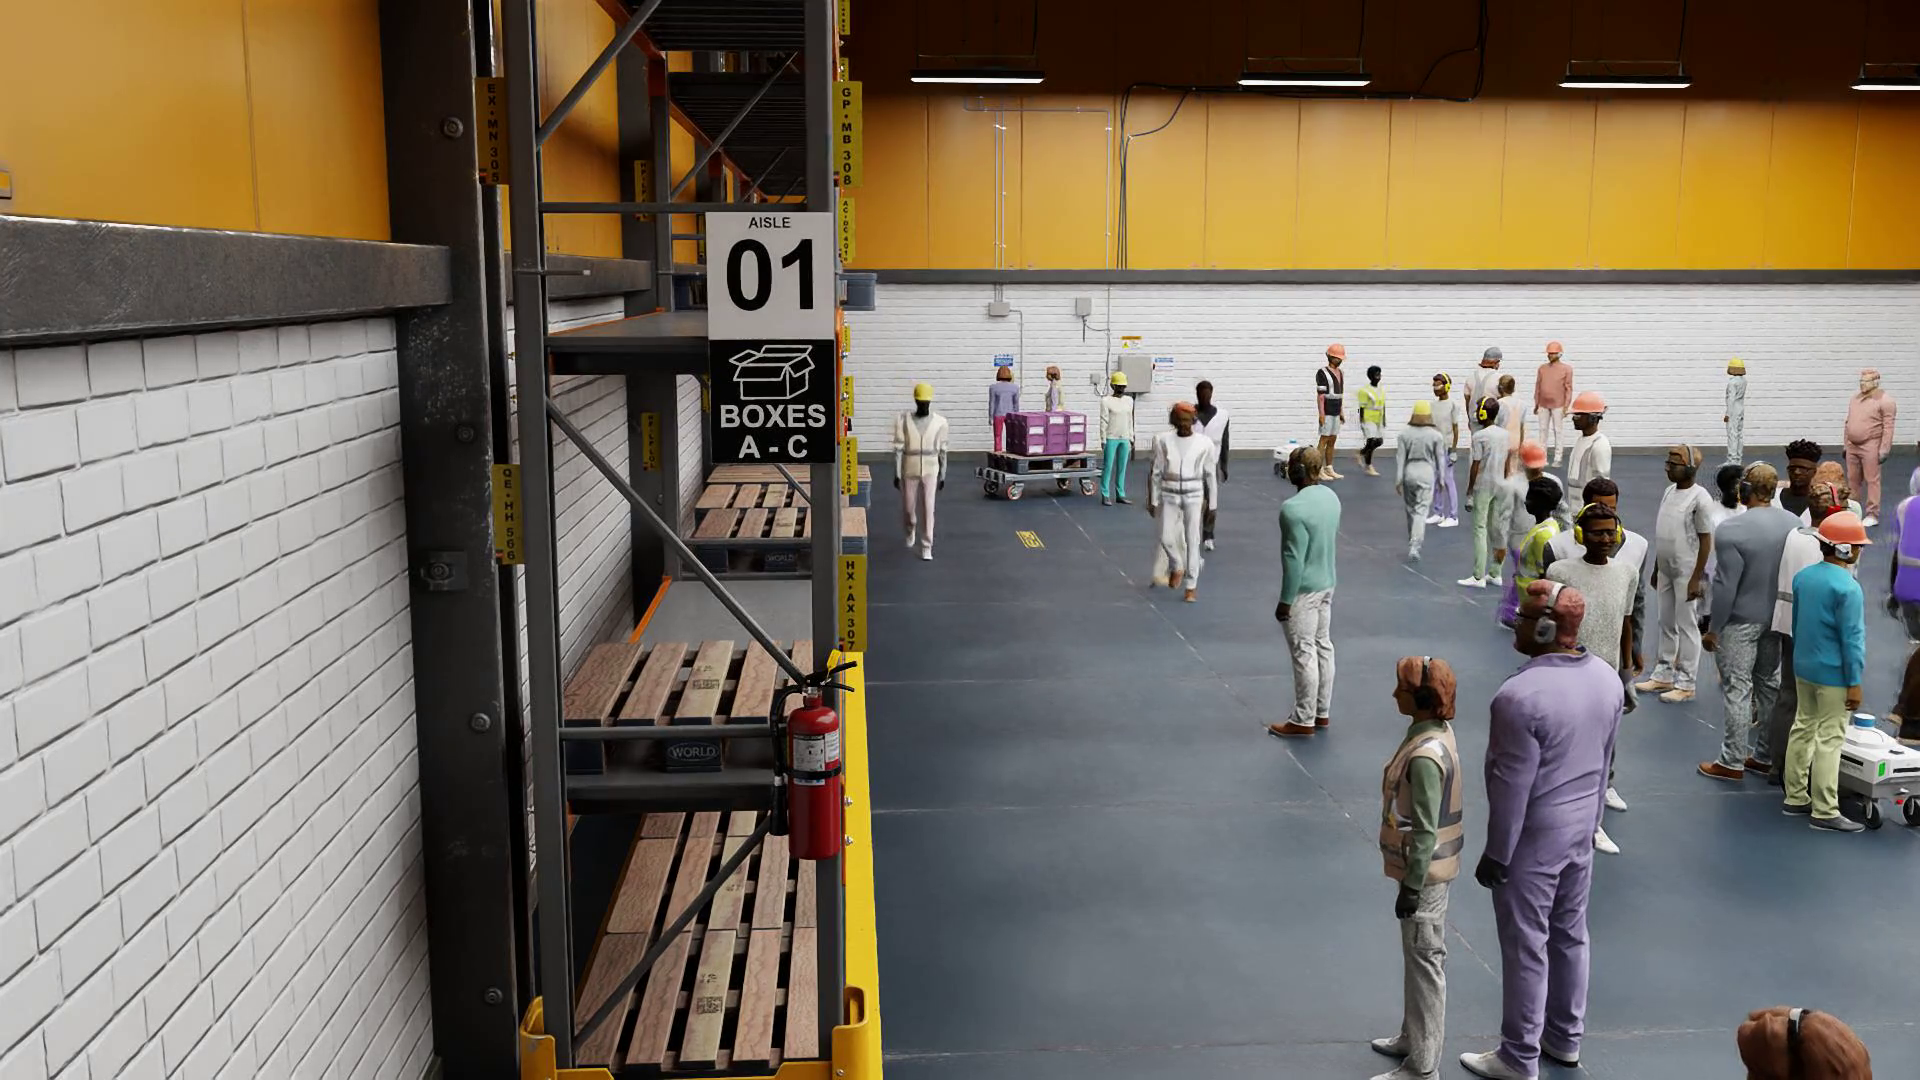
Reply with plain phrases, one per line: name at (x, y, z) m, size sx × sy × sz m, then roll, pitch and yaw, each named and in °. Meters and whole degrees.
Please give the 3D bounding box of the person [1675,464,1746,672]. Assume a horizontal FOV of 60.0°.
person at (5.544, 0.263, 12.169) m, size 0.542 × 1.679 × 0.558 m, roll -2°, pitch 9°, yaw -15°

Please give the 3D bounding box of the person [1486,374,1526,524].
person at (6.626, -1.092, 20.229) m, size 0.502 × 1.838 × 0.341 m, roll -3°, pitch 10°, yaw -18°

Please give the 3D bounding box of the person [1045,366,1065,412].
person at (1.467, -1.882, 25.829) m, size 0.315 × 1.632 × 0.517 m, roll 1°, pitch 9°, yaw 5°

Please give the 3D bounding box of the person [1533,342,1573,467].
person at (9.393, -2.126, 26.360) m, size 0.564 × 2.005 × 0.639 m, roll -8°, pitch 12°, yaw -41°

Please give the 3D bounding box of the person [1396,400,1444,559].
person at (4.943, -0.660, 17.925) m, size 0.490 × 1.705 × 0.894 m, roll 4°, pitch 10°, yaw 24°

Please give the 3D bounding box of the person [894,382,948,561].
person at (-0.424, -0.763, 17.927) m, size 0.600 × 1.906 × 0.749 m, roll -1°, pitch 9°, yaw -3°

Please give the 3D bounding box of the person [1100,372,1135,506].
person at (2.086, -1.335, 21.957) m, size 0.534 × 1.767 × 0.319 m, roll -5°, pitch 10°, yaw -30°

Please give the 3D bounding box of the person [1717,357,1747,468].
person at (12.187, -2.001, 26.213) m, size 0.484 × 1.744 × 0.295 m, roll -8°, pitch 12°, yaw -43°

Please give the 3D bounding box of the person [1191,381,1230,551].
person at (2.693, -0.838, 18.554) m, size 0.612 × 1.868 × 1.006 m, roll 1°, pitch 9°, yaw 4°

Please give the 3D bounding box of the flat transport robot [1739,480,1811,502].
flat transport robot at (10.925, -0.634, 22.230) m, size 1.431 × 0.197 × 0.652 m, roll -7°, pitch 11°, yaw -37°

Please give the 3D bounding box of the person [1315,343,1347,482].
person at (5.496, -1.880, 24.547) m, size 0.386 × 2.034 × 0.604 m, roll 9°, pitch 13°, yaw 44°

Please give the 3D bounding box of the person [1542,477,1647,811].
person at (3.578, 0.586, 9.454) m, size 0.590 × 1.910 × 0.387 m, roll 0°, pitch 9°, yaw -2°

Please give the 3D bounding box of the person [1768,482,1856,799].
person at (4.961, 0.579, 9.690) m, size 0.381 × 1.845 × 0.570 m, roll -2°, pitch 9°, yaw -11°

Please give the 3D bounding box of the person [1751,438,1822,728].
person at (5.502, 0.308, 11.014) m, size 0.602 × 1.967 × 0.366 m, roll 8°, pitch 12°, yaw 41°

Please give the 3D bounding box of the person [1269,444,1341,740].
person at (2.265, 0.339, 10.906) m, size 0.376 × 1.940 × 0.629 m, roll 7°, pitch 11°, yaw 38°

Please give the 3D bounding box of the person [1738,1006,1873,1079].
person at (1.643, 1.702, 3.286) m, size 0.310 × 1.639 × 0.514 m, roll 4°, pitch 10°, yaw 24°

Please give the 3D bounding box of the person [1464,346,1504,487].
person at (7.494, -1.719, 23.512) m, size 0.535 × 2.000 × 0.686 m, roll -6°, pitch 11°, yaw -34°

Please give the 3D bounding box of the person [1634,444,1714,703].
person at (5.111, 0.236, 11.846) m, size 0.344 × 1.847 × 0.504 m, roll -2°, pitch 9°, yaw -11°

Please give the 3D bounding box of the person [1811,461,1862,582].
person at (6.562, 0.213, 12.653) m, size 0.500 × 1.633 × 0.284 m, roll 7°, pitch 11°, yaw 35°

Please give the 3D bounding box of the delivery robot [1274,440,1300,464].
delivery robot at (5.007, -1.268, 25.035) m, size 0.477 × 0.478 × 0.707 m, roll -2°, pitch 9°, yaw -11°

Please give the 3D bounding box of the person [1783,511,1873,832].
person at (4.785, 0.712, 9.142) m, size 0.324 × 1.752 × 0.560 m, roll -1°, pitch 9°, yaw -4°

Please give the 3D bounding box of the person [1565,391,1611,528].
person at (5.362, -0.256, 14.317) m, size 0.378 × 2.044 × 0.608 m, roll 0°, pitch 9°, yaw 2°

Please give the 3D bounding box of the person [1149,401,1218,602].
person at (2.094, -0.364, 15.522) m, size 0.661 × 1.874 × 0.461 m, roll 2°, pitch 9°, yaw 14°

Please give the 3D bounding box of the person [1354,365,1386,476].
person at (6.202, -1.818, 25.232) m, size 0.541 × 1.682 × 0.506 m, roll -6°, pitch 11°, yaw -35°

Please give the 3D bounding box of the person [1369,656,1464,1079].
person at (1.716, 1.235, 6.217) m, size 0.308 × 1.641 × 0.514 m, roll 3°, pitch 9°, yaw 16°

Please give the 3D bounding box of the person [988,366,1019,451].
person at (0.686, -1.913, 26.033) m, size 0.493 × 1.624 × 0.280 m, roll -3°, pitch 9°, yaw -17°

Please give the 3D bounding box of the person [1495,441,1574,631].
person at (4.751, 0.006, 13.796) m, size 0.658 × 1.688 × 0.881 m, roll -4°, pitch 10°, yaw -22°

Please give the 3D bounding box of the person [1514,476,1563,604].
person at (3.892, 0.414, 11.191) m, size 0.320 × 1.698 × 0.531 m, roll 3°, pitch 10°, yaw 18°

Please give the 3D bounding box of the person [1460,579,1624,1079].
person at (2.174, 1.092, 6.262) m, size 0.651 × 1.913 × 0.410 m, roll -7°, pitch 11°, yaw -35°

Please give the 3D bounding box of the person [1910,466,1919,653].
person at (7.839, 0.034, 13.164) m, size 0.429 × 1.835 × 0.624 m, roll -6°, pitch 11°, yaw -32°

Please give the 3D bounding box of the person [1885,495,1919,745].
person at (6.283, 0.362, 10.727) m, size 0.494 × 1.943 × 0.642 m, roll -2°, pitch 9°, yaw -12°

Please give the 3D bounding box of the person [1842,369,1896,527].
person at (10.949, -1.115, 20.144) m, size 0.407 × 1.904 × 0.654 m, roll -3°, pitch 9°, yaw -17°

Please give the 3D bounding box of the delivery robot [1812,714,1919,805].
delivery robot at (5.084, 1.226, 9.378) m, size 0.477 × 0.478 × 0.707 m, roll -2°, pitch 9°, yaw -11°

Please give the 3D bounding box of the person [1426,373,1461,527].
person at (5.854, -1.087, 20.145) m, size 0.329 × 1.854 × 0.515 m, roll -5°, pitch 10°, yaw -26°

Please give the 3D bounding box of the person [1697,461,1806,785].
person at (4.715, 0.494, 9.934) m, size 0.628 × 1.940 × 0.373 m, roll -3°, pitch 10°, yaw -20°

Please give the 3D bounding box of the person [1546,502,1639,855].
person at (3.291, 0.724, 8.707) m, size 0.511 × 1.872 × 0.329 m, roll -1°, pitch 9°, yaw -4°

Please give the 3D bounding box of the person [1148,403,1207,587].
person at (2.161, -0.459, 16.408) m, size 0.535 × 1.786 × 0.975 m, roll 8°, pitch 12°, yaw 43°

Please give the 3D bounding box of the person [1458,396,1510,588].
person at (5.122, -0.463, 16.195) m, size 0.510 × 1.863 × 0.326 m, roll -6°, pitch 11°, yaw -32°
